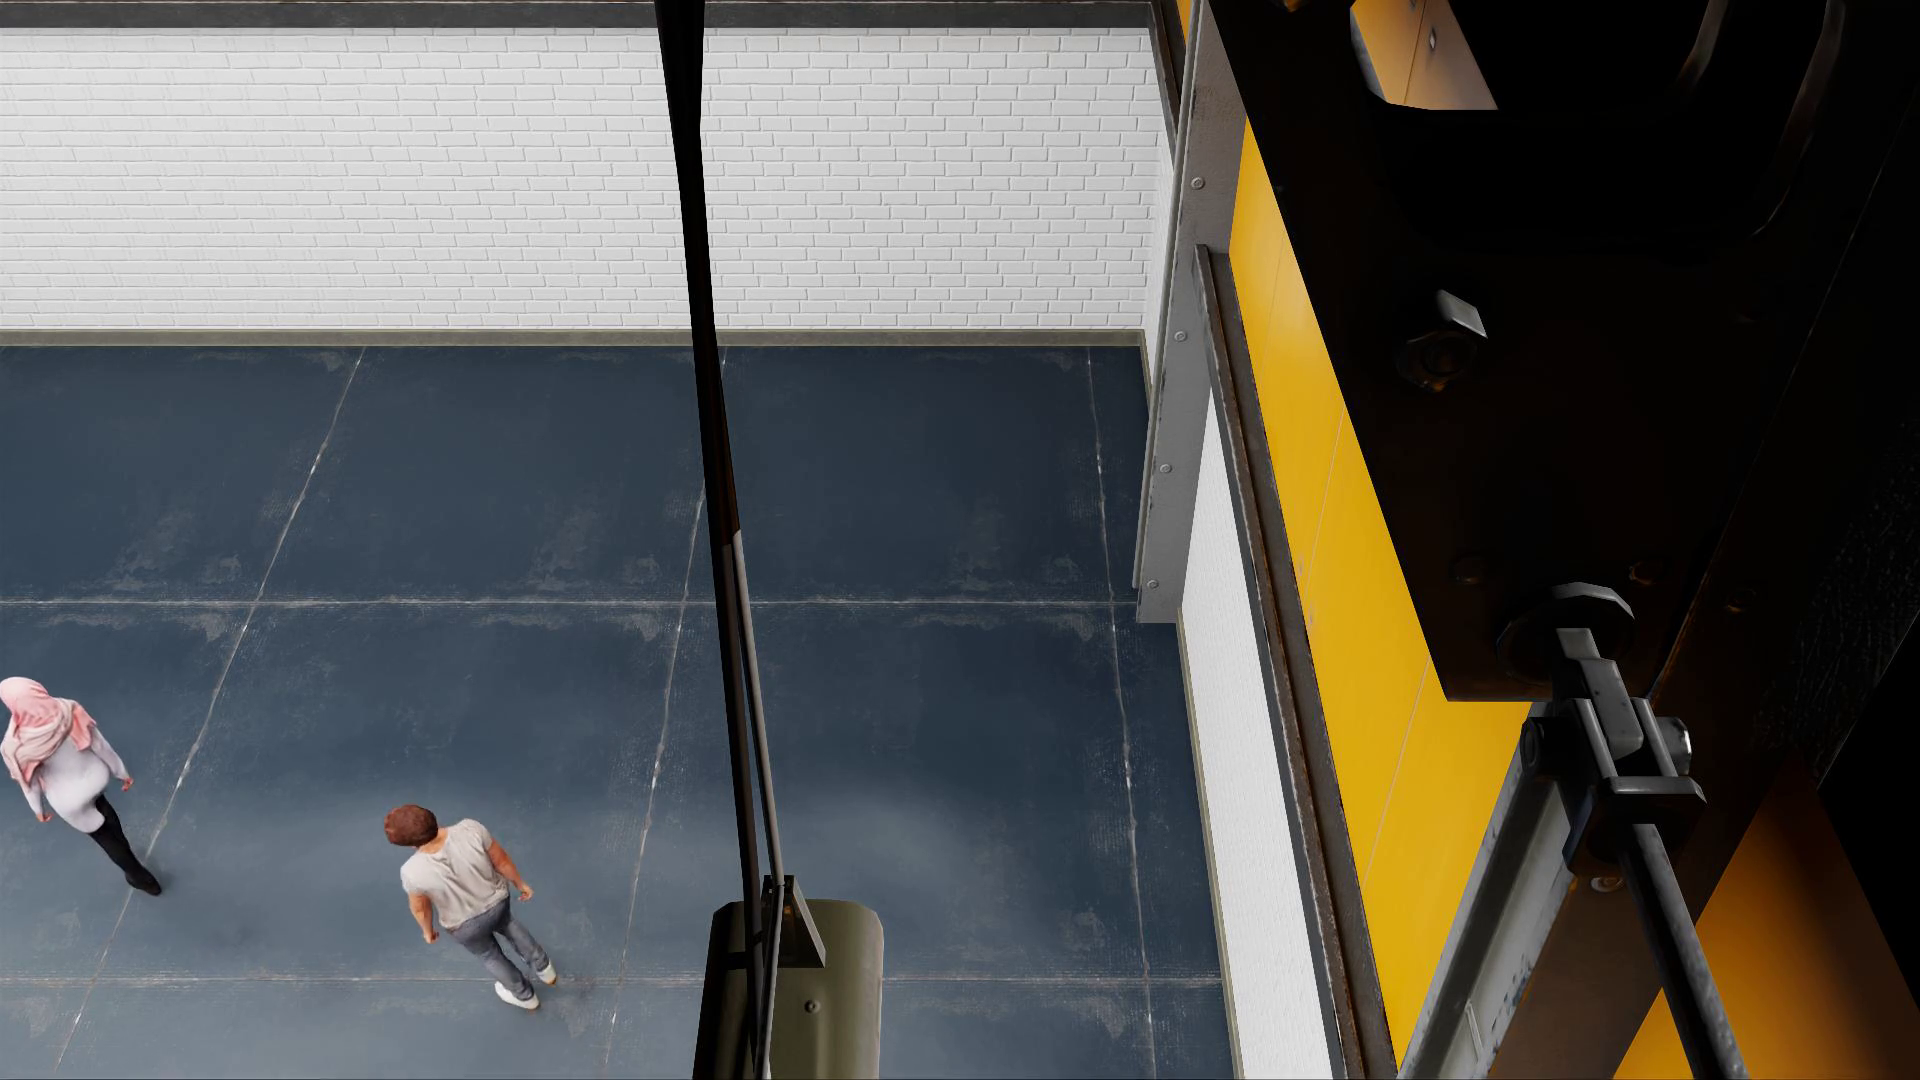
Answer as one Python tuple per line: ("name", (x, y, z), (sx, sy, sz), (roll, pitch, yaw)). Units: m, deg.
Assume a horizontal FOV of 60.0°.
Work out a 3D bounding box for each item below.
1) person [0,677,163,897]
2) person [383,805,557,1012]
("person", (-4.860, 1.437, 9.311), (0.909, 1.786, 0.864), (23, 48, 23))
("person", (-2.506, 1.942, 8.736), (0.792, 1.847, 0.867), (-25, 49, -24))
